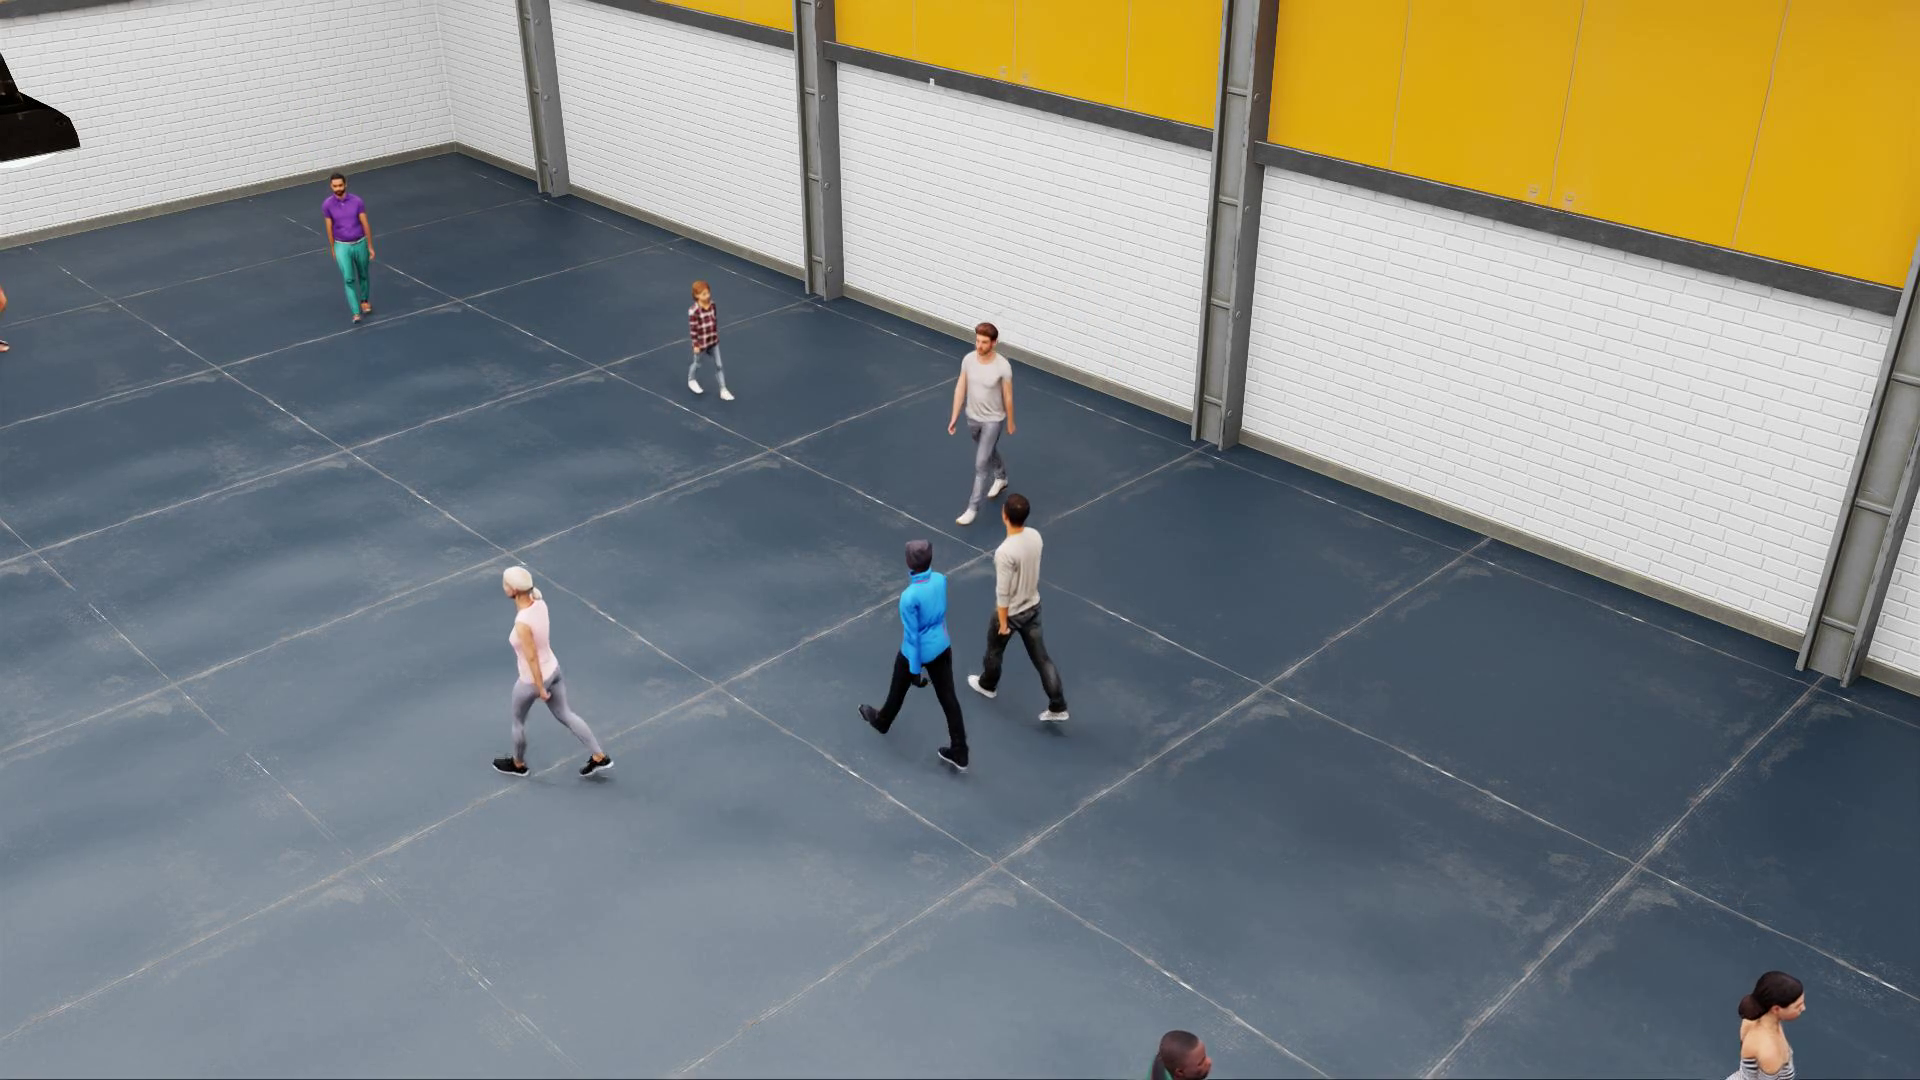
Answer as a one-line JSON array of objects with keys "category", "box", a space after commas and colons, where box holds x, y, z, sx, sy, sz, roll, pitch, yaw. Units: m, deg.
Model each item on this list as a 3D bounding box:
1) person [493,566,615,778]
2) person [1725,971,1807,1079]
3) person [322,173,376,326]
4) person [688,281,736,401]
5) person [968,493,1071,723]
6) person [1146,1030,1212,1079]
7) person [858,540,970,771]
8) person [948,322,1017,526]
[{"category": "person", "box": [-2.812, 0.941, 11.437, 1.161, 1.701, 0.926, 7, 29, 12]}, {"category": "person", "box": [3.640, 2.769, 7.973, 0.856, 1.809, 0.770, 10, 30, 18]}, {"category": "person", "box": [-7.102, -3.433, 19.440, 0.910, 1.717, 1.215, -12, 31, -21]}, {"category": "person", "box": [-2.727, -2.105, 17.469, 0.890, 1.273, 0.538, 25, 37, 37]}, {"category": "person", "box": [0.513, 0.543, 12.101, 1.180, 1.764, 0.645, 25, 37, 38]}, {"category": "person", "box": [0.847, 2.955, 7.658, 1.325, 1.786, 1.093, 8, 30, 14]}, {"category": "person", "box": [-0.162, 0.836, 11.590, 1.169, 1.740, 0.603, 25, 37, 38]}, {"category": "person", "box": [0.274, -1.115, 15.062, 1.235, 1.840, 0.870, 17, 33, 29]}]
